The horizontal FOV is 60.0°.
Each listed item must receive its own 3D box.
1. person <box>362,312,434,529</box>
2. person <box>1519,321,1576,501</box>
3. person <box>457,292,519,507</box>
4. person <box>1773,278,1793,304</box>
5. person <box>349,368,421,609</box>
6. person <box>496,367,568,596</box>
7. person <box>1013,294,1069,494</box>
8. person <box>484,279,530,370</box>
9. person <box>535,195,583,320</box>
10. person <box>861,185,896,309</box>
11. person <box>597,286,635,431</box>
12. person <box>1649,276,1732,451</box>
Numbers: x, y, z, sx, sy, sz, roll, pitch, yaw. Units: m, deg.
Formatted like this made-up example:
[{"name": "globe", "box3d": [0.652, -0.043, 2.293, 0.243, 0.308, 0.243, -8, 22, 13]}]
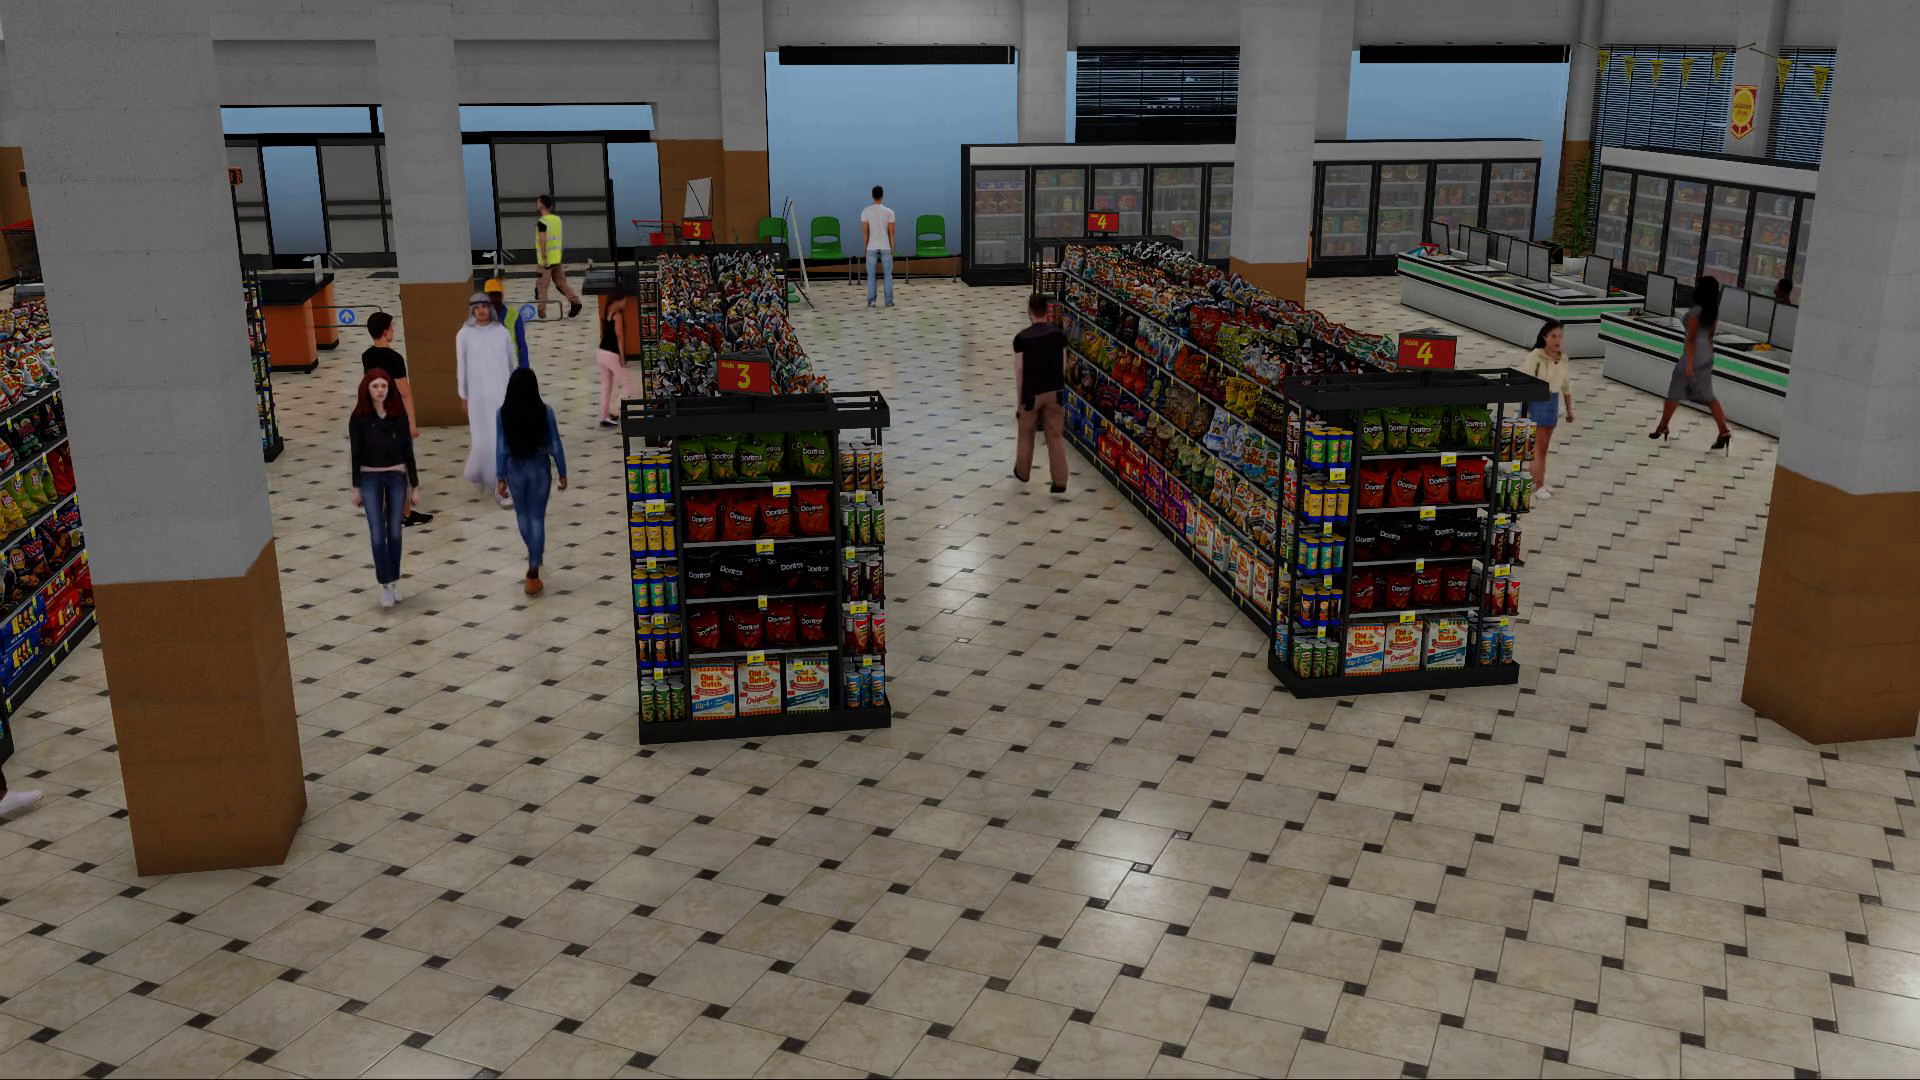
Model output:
[{"name": "person", "box3d": [-4.874, -1.035, 14.230, 0.732, 1.847, 0.778, 10, 20, 30]}, {"name": "person", "box3d": [5.274, -1.203, 15.170, 0.798, 1.621, 0.842, -11, 20, -33]}, {"name": "person", "box3d": [-4.236, -1.272, 14.899, 0.869, 1.911, 0.982, -11, 20, -32]}, {"name": "person", "box3d": [9.958, -2.568, 20.298, 0.530, 1.254, 0.533, -6, 18, -18]}, {"name": "person", "box3d": [-4.257, -0.397, 12.250, 0.713, 1.776, 0.759, -9, 19, -26]}, {"name": "person", "box3d": [-3.245, -0.415, 12.475, 0.740, 1.680, 1.133, -1, 17, -3]}, {"name": "person", "box3d": [0.779, -1.296, 15.175, 0.664, 1.797, 1.147, -3, 17, -10]}, {"name": "person", "box3d": [-4.524, -1.685, 16.469, 0.770, 1.789, 1.104, -6, 18, -19]}, {"name": "person", "box3d": [-5.988, -4.150, 24.532, 1.156, 1.822, 1.167, 8, 19, 25]}, {"name": "person", "box3d": [-1.255, -4.542, 25.745, 0.710, 1.866, 0.624, 0, 17, 0]}, {"name": "person", "box3d": [-3.745, -1.912, 17.643, 0.639, 1.542, 0.700, 10, 19, 29]}, {"name": "person", "box3d": [7.494, -1.726, 16.703, 0.833, 1.732, 1.186, -9, 19, -28]}]
